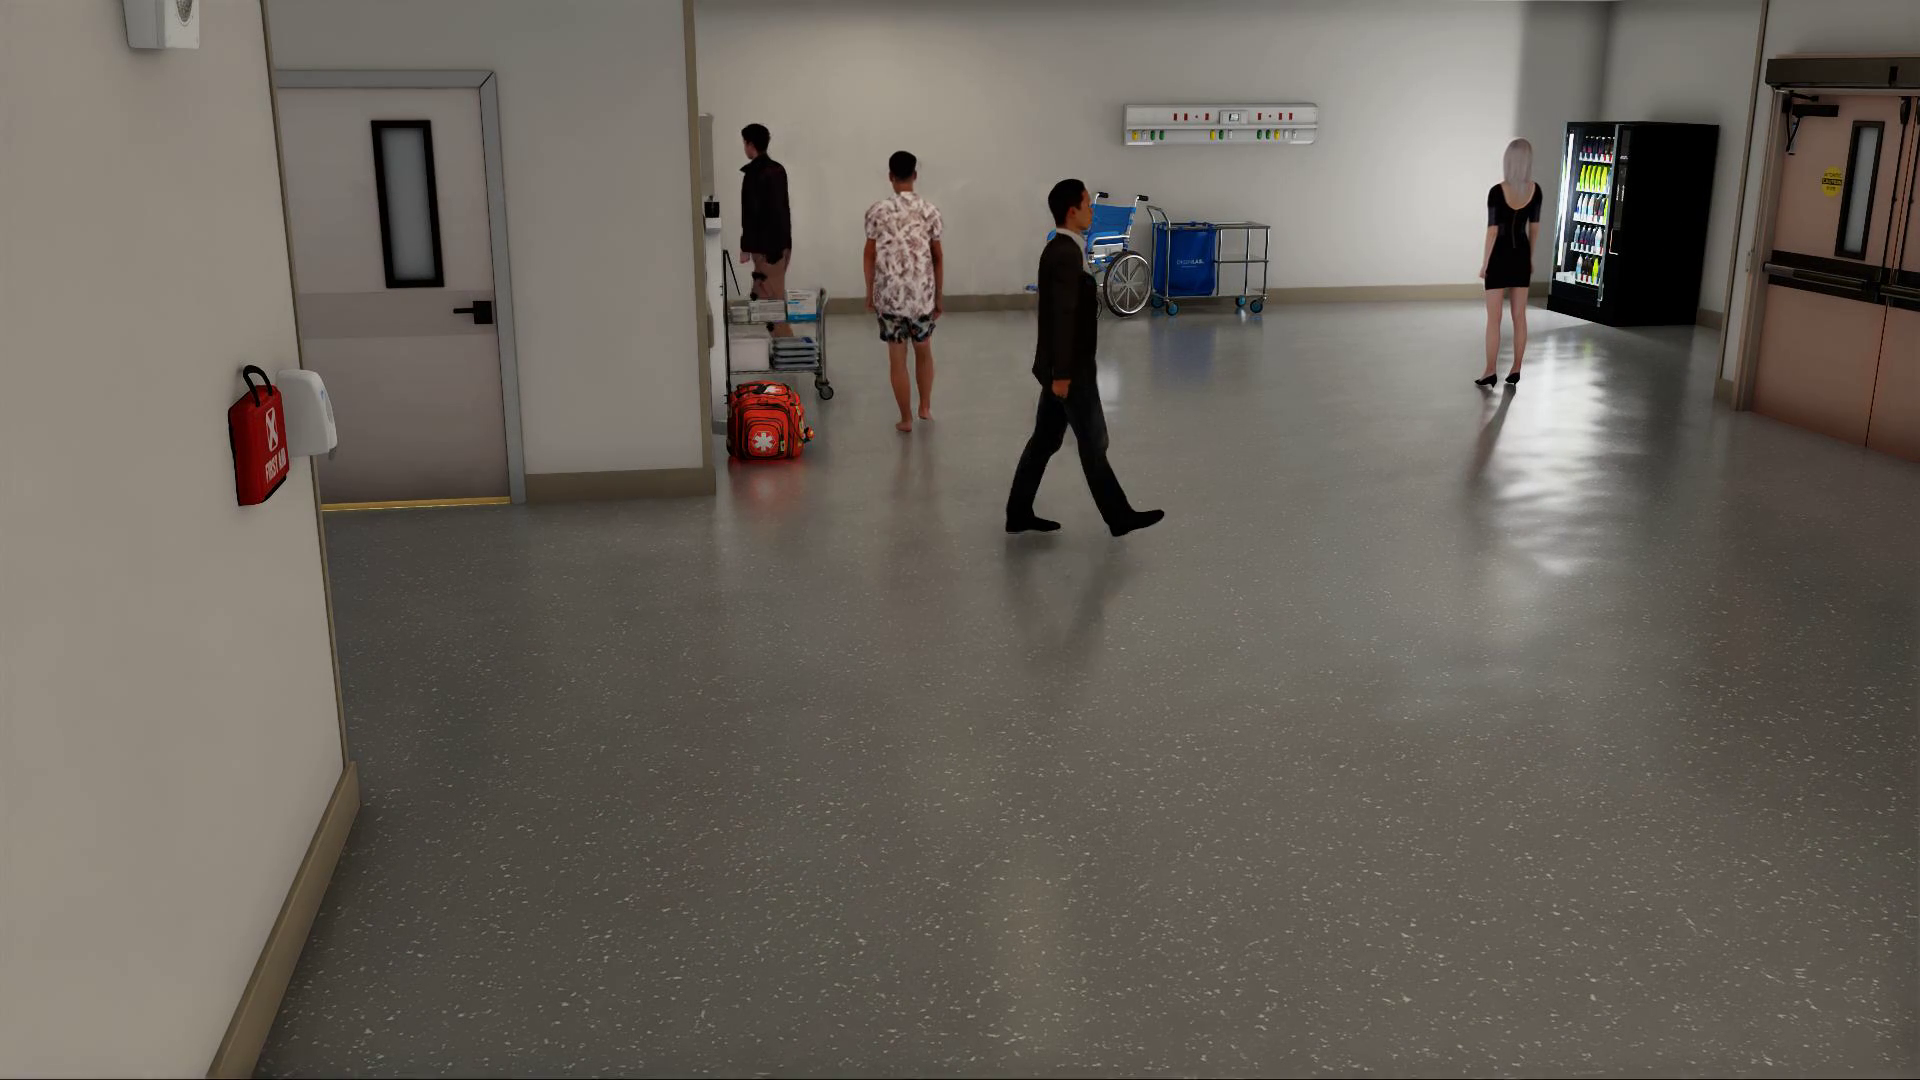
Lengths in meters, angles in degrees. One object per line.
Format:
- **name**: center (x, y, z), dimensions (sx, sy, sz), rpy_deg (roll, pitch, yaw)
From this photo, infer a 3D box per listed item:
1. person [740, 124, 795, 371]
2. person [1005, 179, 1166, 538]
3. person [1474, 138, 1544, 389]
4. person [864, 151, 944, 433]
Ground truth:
- **person**: center (-1.404, -2.228, 12.879), dimensions (0.836, 1.899, 0.711), rpy_deg (4, 16, 15)
- **person**: center (0.447, -0.858, 8.257), dimensions (0.820, 1.769, 0.975), rpy_deg (-1, 16, -5)
- **person**: center (4.096, -2.059, 12.406), dimensions (0.575, 1.830, 0.491), rpy_deg (-3, 16, -10)
- **person**: center (-0.349, -1.584, 10.784), dimensions (0.657, 1.797, 0.686), rpy_deg (-2, 16, -8)
